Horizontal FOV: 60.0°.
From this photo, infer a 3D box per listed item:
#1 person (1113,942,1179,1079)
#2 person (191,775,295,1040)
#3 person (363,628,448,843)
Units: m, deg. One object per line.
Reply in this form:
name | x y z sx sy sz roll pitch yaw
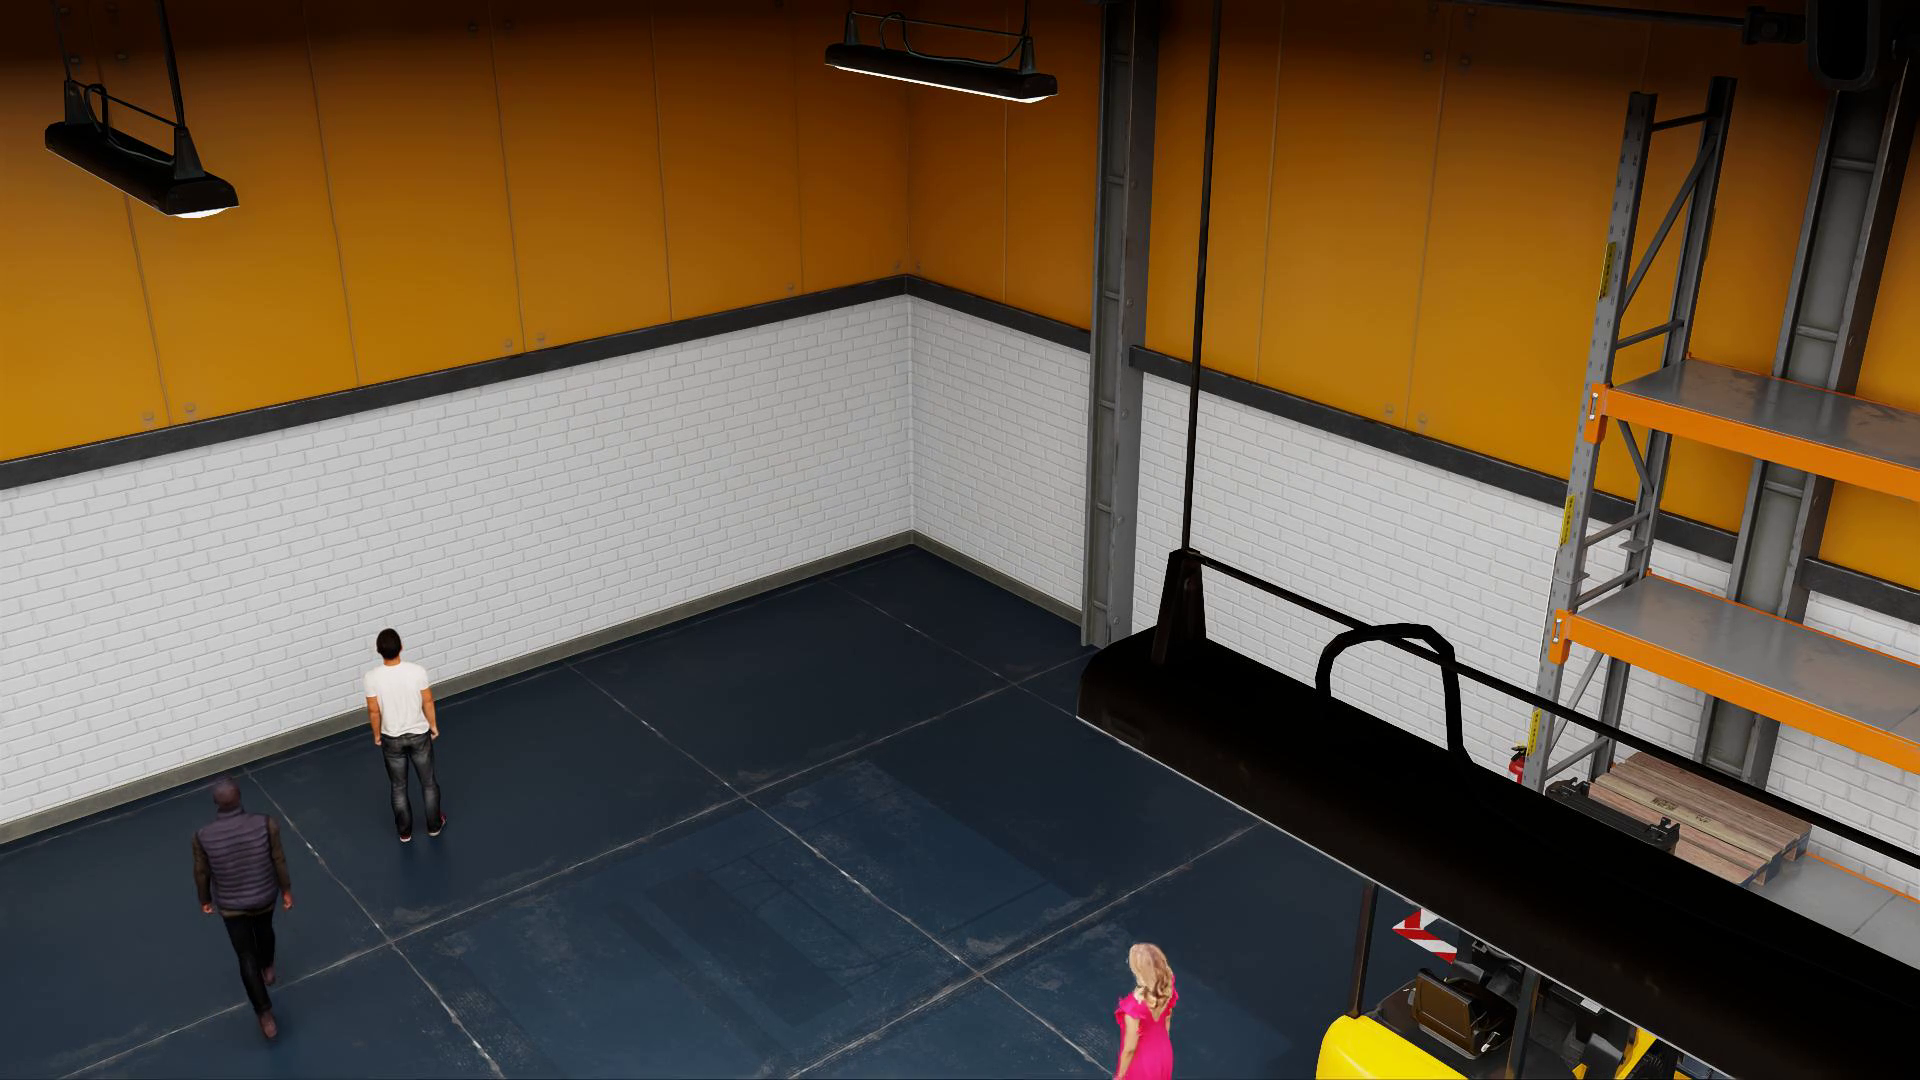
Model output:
person | 1.068 3.001 9.526 0.602 1.720 0.574 -17 29 -34
person | -4.639 2.399 10.814 0.876 1.792 1.221 -12 26 -25
person | -4.296 1.495 12.867 0.706 1.805 0.669 -7 25 -16
